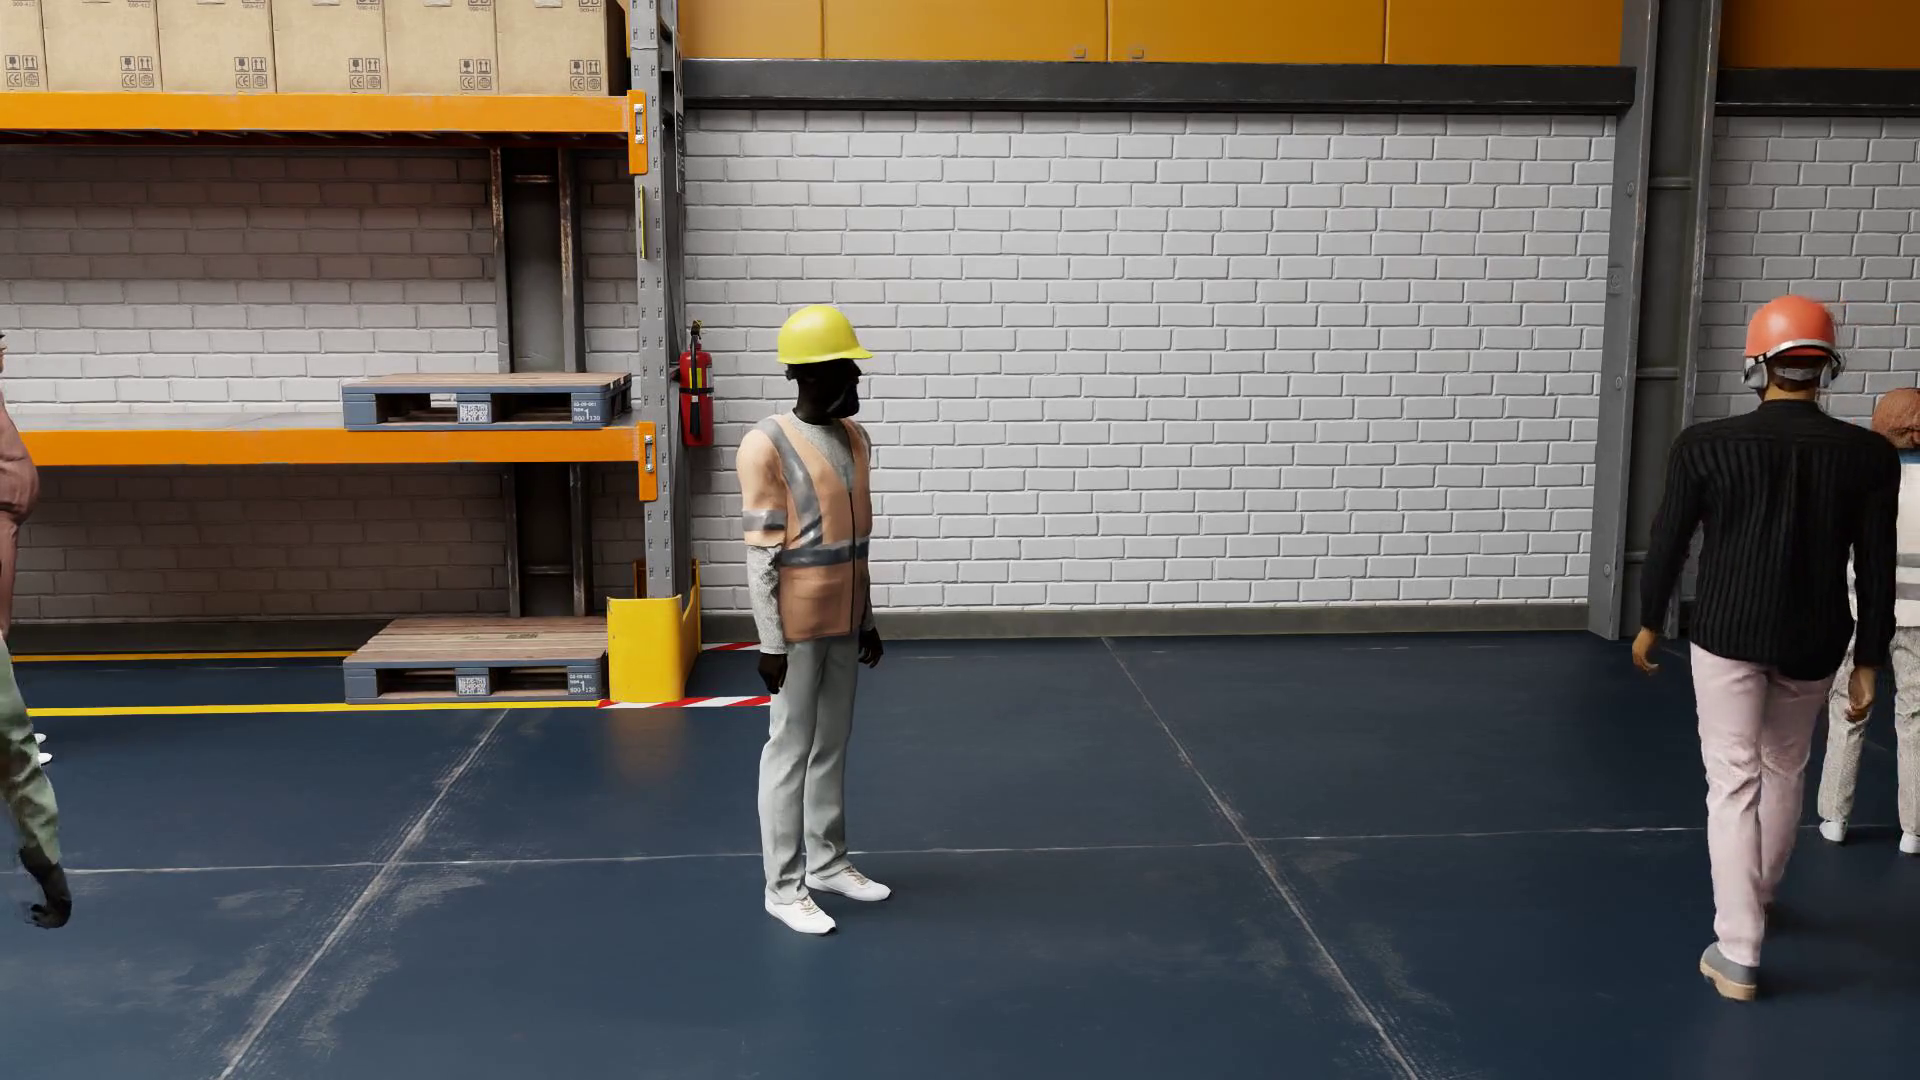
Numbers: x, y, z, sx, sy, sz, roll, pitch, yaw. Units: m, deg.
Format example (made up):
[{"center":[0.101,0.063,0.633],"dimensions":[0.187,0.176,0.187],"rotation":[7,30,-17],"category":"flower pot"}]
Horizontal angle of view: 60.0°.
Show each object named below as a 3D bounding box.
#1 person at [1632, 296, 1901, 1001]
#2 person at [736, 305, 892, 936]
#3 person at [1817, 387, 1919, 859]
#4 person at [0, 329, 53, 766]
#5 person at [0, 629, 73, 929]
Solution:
[{"center":[2.331,0.276,4.891],"dimensions":[0.629,1.954,0.953],"rotation":[2,9,11],"category":"person"},{"center":[-0.444,0.239,5.202],"dimensions":[0.357,1.930,0.587],"rotation":[5,10,29],"category":"person"},{"center":[3.255,0.288,5.816],"dimensions":[0.522,1.636,0.310],"rotation":[6,11,35],"category":"person"},{"center":[-4.012,-0.014,6.867],"dimensions":[0.406,1.906,0.654],"rotation":[-5,10,-30],"category":"person"},{"center":[-1.990,0.712,3.226],"dimensions":[0.808,1.598,0.545],"rotation":[5,10,28],"category":"person"}]
